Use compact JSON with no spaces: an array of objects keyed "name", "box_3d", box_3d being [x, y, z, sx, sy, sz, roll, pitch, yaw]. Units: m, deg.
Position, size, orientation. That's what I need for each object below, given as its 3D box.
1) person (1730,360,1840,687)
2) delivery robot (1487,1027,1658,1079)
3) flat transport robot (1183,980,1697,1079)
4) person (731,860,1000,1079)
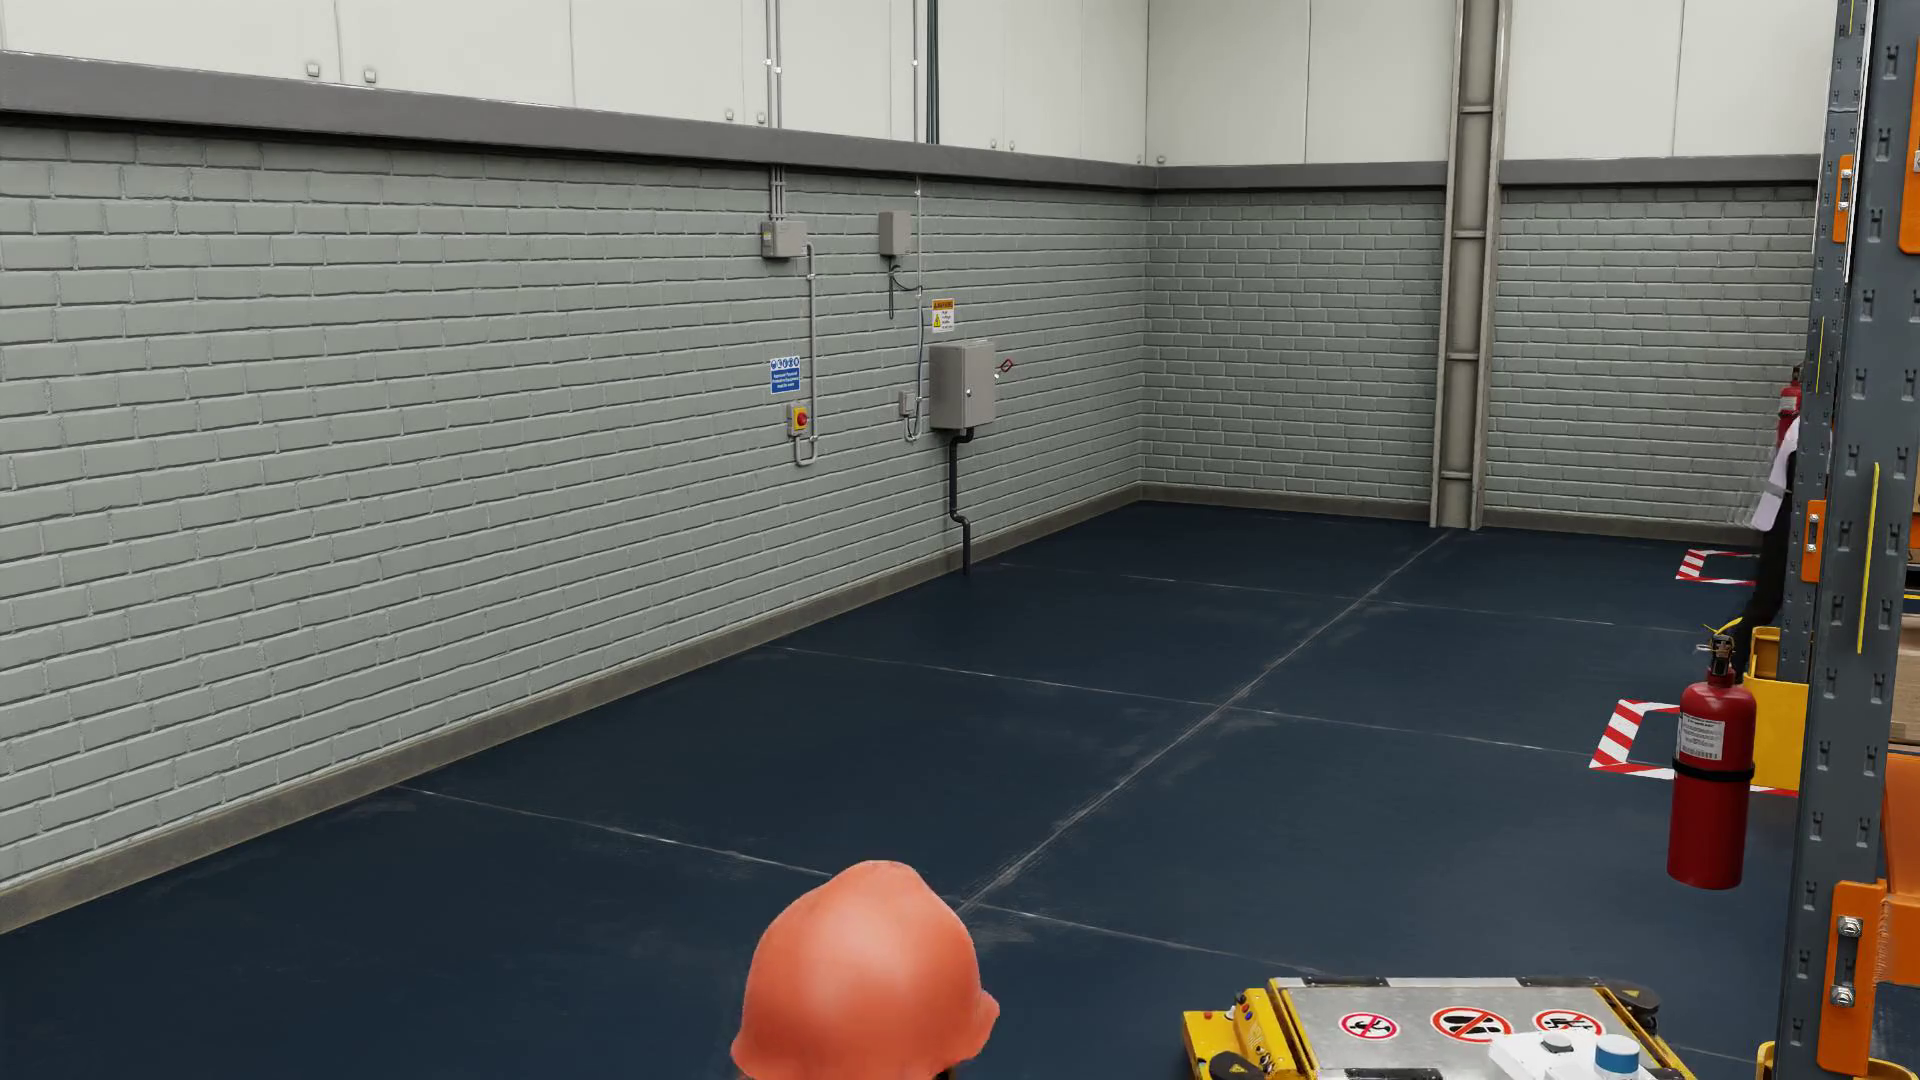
[{"name":"person","box_3d":[4.512,-0.016,8.803,0.902,1.863,0.606,6,12,29]},{"name":"delivery robot","box_3d":[1.600,1.460,4.083,0.477,0.478,0.707,-2,11,-11]},{"name":"flat transport robot","box_3d":[1.408,1.507,4.854,1.431,0.197,0.652,0,10,0]},{"name":"person","box_3d":[-0.127,1.274,1.698,0.552,1.911,0.942,6,12,30]}]
